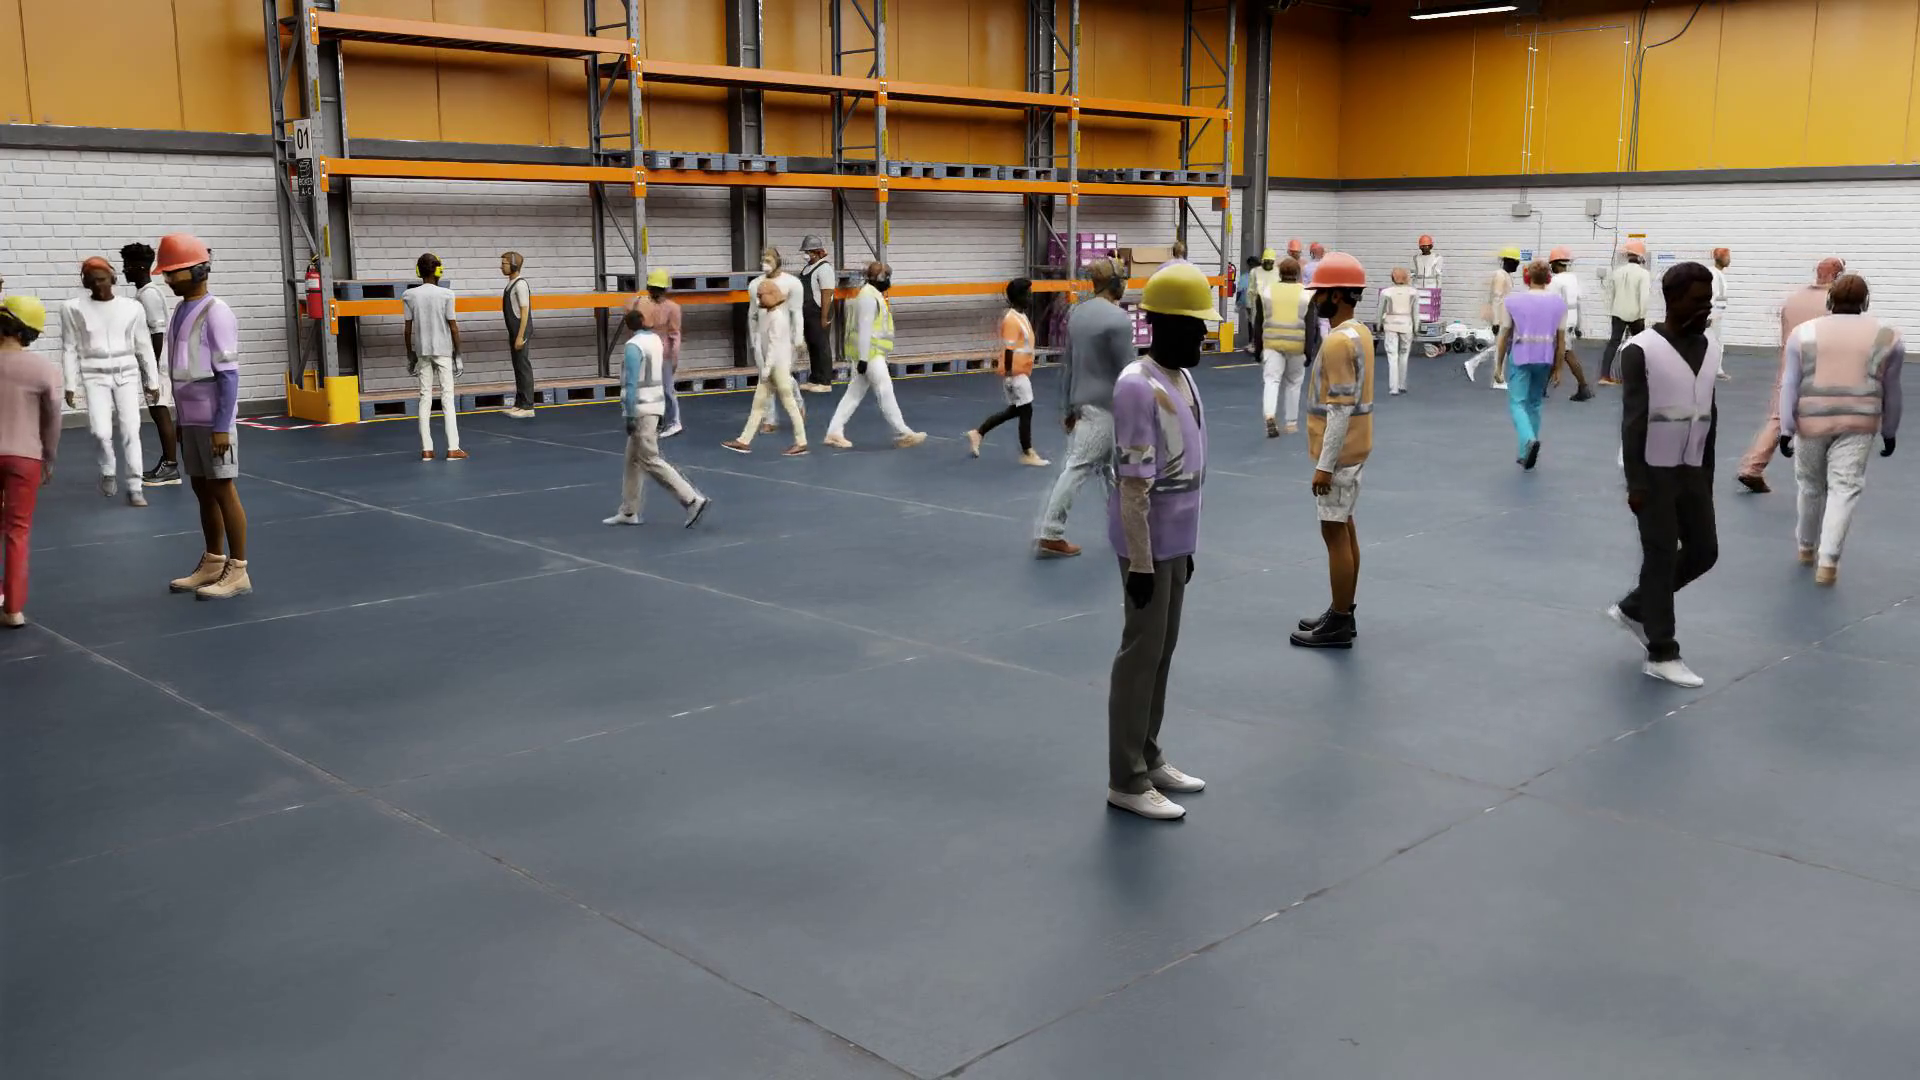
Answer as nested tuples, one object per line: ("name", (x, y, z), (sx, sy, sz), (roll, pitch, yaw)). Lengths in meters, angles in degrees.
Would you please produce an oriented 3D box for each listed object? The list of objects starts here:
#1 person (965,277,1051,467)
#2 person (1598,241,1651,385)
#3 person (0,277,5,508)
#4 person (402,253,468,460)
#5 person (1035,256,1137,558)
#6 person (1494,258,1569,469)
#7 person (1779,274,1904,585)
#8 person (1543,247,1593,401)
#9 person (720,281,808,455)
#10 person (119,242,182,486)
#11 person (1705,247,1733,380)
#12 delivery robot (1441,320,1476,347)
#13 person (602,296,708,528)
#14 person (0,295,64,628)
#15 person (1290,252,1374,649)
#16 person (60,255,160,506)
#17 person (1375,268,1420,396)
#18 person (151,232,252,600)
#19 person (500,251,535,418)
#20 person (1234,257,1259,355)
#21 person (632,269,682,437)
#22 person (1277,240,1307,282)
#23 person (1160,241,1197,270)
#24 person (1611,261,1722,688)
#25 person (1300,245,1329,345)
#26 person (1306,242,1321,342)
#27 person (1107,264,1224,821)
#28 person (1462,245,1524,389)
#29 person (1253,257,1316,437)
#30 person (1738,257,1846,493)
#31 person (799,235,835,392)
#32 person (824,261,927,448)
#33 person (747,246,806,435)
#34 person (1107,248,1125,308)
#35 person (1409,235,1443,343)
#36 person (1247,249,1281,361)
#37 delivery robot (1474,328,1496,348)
("person", (0.418, -1.468, 14.572), (0.728, 1.674, 0.532), (2, 11, 10))
("person", (9.032, -3.053, 22.475), (1.010, 1.945, 0.631), (-7, 13, -34))
("person", (-7.013, -1.111, 12.055), (0.327, 1.877, 0.518), (-3, 11, -15))
("person", (-4.736, -1.642, 14.985), (0.516, 1.865, 0.329), (0, 10, 2))
("person", (0.901, -0.835, 10.525), (1.028, 1.889, 0.630), (-4, 11, -20))
("person", (4.955, -1.513, 14.377), (0.572, 1.826, 0.744), (0, 10, 0))
("person", (5.222, -0.670, 9.883), (0.644, 1.786, 0.972), (5, 12, 27))
("person", (7.454, -2.652, 20.488), (0.545, 1.886, 0.993), (-9, 14, -41))
("person", (-1.785, -1.558, 15.242), (0.832, 1.588, 0.520), (-4, 11, -20))
("person", (-6.575, -1.425, 13.517), (0.361, 1.963, 0.613), (-5, 12, -25))
("person", (10.513, -3.176, 23.380), (0.721, 1.859, 0.580), (7, 12, 34))
("delivery robot", (8.606, -3.573, 28.824), (0.477, 0.478, 0.707), (-7, 13, -35))
("person", (-2.124, -0.874, 11.481), (0.740, 1.616, 0.522), (1, 10, 8))
("person", (-5.001, -0.418, 8.733), (0.595, 1.710, 0.682), (-4, 11, -23))
("person", (1.838, -0.434, 8.190), (0.359, 1.938, 0.547), (4, 11, 21))
("person", (-6.322, -1.175, 12.406), (0.661, 1.873, 0.473), (-8, 13, -36))
("person", (5.570, -2.665, 21.249), (0.532, 1.601, 0.811), (1, 10, 5))
("person", (-4.239, -0.682, 9.281), (0.605, 2.036, 0.383), (9, 14, 42))
("person", (-4.938, -2.284, 18.533), (0.343, 1.847, 0.507), (-5, 11, -25))
("person", (4.923, -3.968, 28.233), (0.553, 1.649, 0.868), (7, 13, 35))
("person", (-2.994, -1.820, 16.401), (0.568, 1.697, 0.898), (2, 11, 11))
("person", (5.610, -4.072, 28.071), (0.622, 1.939, 1.081), (2, 11, 13))
("person", (3.325, -3.535, 25.140), (0.655, 1.920, 0.564), (6, 12, 32))
("person", (3.246, -0.311, 7.597), (0.615, 1.908, 0.589), (-5, 12, -26))
("person", (5.992, -4.008, 27.879), (0.651, 1.871, 0.862), (0, 10, 1))
("person", (6.628, -4.615, 31.136), (0.549, 1.897, 1.002), (2, 11, 12))
("person", (0.719, 0.003, 5.844), (0.381, 1.922, 0.594), (4, 11, 21))
("person", (7.051, -2.942, 21.977), (0.663, 1.901, 0.594), (5, 11, 24))
("person", (3.264, -1.945, 16.796), (0.631, 1.817, 0.856), (3, 11, 17))
("person", (6.611, -1.275, 13.008), (0.938, 1.863, 0.646), (-4, 11, -23))
("person", (-1.908, -2.940, 21.574), (0.535, 2.000, 0.681), (-5, 11, -25))
("person", (-0.848, -1.751, 15.839), (0.992, 1.774, 0.677), (-1, 10, -3))
("person", (-1.865, -2.045, 17.032), (0.639, 1.918, 0.675), (4, 11, 21))
("person", (1.950, -2.825, 21.468), (0.431, 1.851, 0.549), (0, 10, -1))
("person", (8.710, -4.692, 31.181), (0.612, 2.029, 0.407), (6, 12, 28))
("person", (4.921, -3.764, 26.731), (0.619, 1.795, 0.730), (2, 11, 10))
("delivery robot", (9.133, -3.477, 28.304), (0.707, 0.478, 0.477), (4, 11, 22))
